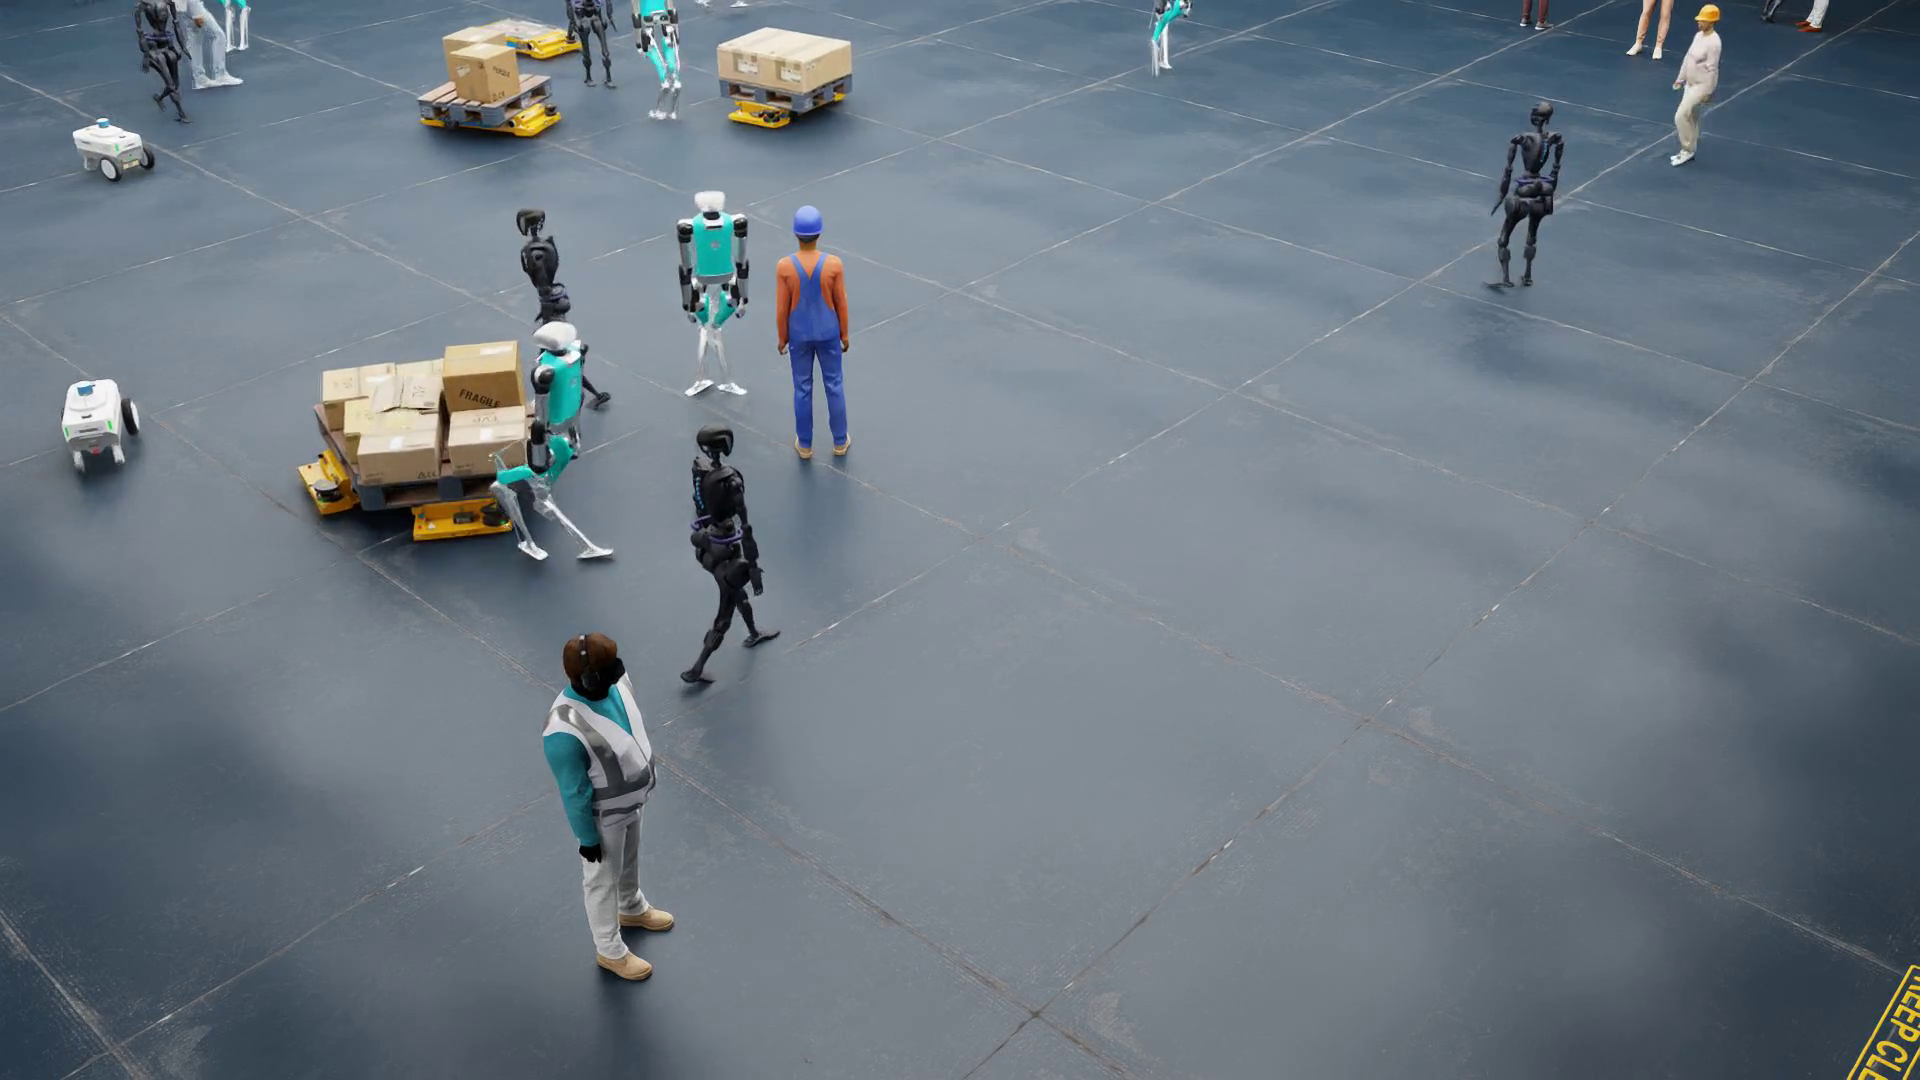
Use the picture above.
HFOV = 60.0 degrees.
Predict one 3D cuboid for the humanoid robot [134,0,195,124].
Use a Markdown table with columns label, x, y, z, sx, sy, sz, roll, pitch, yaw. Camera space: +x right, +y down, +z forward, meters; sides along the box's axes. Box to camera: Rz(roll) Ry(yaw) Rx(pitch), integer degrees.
| label | x | y | z | sx | sy | sz | roll | pitch | yaw |
| --- | --- | --- | --- | --- | --- | --- | --- | --- | --- |
| humanoid robot | -9.096 | -5.585 | 18.834 | 0.664 | 1.628 | 0.609 | 16 | 35 | 24 |

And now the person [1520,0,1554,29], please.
| label | x | y | z | sx | sy | sz | roll | pitch | yaw |
| --- | --- | --- | --- | --- | --- | --- | --- | --- | --- |
| person | 7.809 | -7.756 | 22.179 | 0.370 | 1.813 | 0.538 | -23 | 38 | -32 |

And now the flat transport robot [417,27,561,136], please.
| label | x | y | z | sx | sy | sz | roll | pitch | yaw |
| --- | --- | --- | --- | --- | --- | --- | --- | --- | --- |
| flat transport robot | -5.353 | -4.852 | 18.968 | 1.431 | 0.231 | 0.659 | 10 | 33 | 15 |

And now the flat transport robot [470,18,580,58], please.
| label | x | y | z | sx | sy | sz | roll | pitch | yaw |
| --- | --- | --- | --- | --- | --- | --- | --- | --- | --- |
| flat transport robot | -5.704 | -6.543 | 21.690 | 1.431 | 0.231 | 0.659 | 20 | 37 | 29 |

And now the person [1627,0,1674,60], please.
| label | x | y | z | sx | sy | sz | roll | pitch | yaw |
| --- | --- | --- | --- | --- | --- | --- | --- | --- | --- |
| person | 8.865 | -7.029 | 20.951 | 0.516 | 1.876 | 0.356 | 20 | 37 | 29 |

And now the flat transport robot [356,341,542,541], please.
| label | x | y | z | sx | sy | sz | roll | pitch | yaw |
| --- | --- | --- | --- | --- | --- | --- | --- | --- | --- |
| flat transport robot | -3.577 | -0.446 | 11.872 | 0.659 | 0.231 | 1.431 | -6 | 32 | -10 |

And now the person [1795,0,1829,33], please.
| label | x | y | z | sx | sy | sz | roll | pitch | yaw |
| --- | --- | --- | --- | --- | --- | --- | --- | --- | --- |
| person | 11.485 | -7.679 | 22.040 | 0.367 | 1.834 | 0.501 | 10 | 33 | 16 |

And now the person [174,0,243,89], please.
| label | x | y | z | sx | sy | sz | roll | pitch | yaw |
| --- | --- | --- | --- | --- | --- | --- | --- | --- | --- |
| person | -9.039 | -6.364 | 19.853 | 0.671 | 1.899 | 0.614 | -20 | 37 | -29 |

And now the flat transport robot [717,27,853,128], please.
| label | x | y | z | sx | sy | sz | roll | pitch | yaw |
| --- | --- | --- | --- | --- | --- | --- | --- | --- | --- |
| flat transport robot | -2.000 | -5.110 | 19.383 | 0.659 | 0.231 | 1.431 | 18 | 36 | 26 |

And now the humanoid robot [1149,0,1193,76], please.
| label | x | y | z | sx | sy | sz | roll | pitch | yaw |
| --- | --- | --- | --- | --- | --- | --- | --- | --- | --- |
| humanoid robot | 2.513 | -6.536 | 20.381 | 0.543 | 1.882 | 0.740 | -14 | 35 | -22 |

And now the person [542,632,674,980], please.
| label | x | y | z | sx | sy | sz | roll | pitch | yaw |
| --- | --- | --- | --- | --- | --- | --- | --- | --- | --- |
| person | -1.613 | 1.213 | 7.709 | 0.429 | 1.846 | 0.629 | 7 | 32 | 10 |

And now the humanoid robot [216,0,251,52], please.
| label | x | y | z | sx | sy | sz | roll | pitch | yaw |
| --- | --- | --- | --- | --- | --- | --- | --- | --- | --- |
| humanoid robot | -9.388 | -7.113 | 21.197 | 0.533 | 1.752 | 0.753 | 4 | 32 | 7 |

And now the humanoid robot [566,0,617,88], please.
| label | x | y | z | sx | sy | sz | roll | pitch | yaw |
| --- | --- | --- | --- | --- | --- | --- | --- | --- | --- |
| humanoid robot | -4.423 | -6.245 | 19.883 | 0.589 | 1.637 | 0.453 | -15 | 35 | -23 |

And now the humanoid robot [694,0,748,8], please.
| label | x | y | z | sx | sy | sz | roll | pitch | yaw |
| --- | --- | --- | --- | --- | --- | --- | --- | --- | --- |
| humanoid robot | -3.226 | -8.101 | 22.830 | 1.027 | 1.742 | 0.548 | 6 | 32 | 10 |

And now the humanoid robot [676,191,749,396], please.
| label | x | y | z | sx | sy | sz | roll | pitch | yaw |
| --- | --- | --- | --- | --- | --- | --- | --- | --- | --- |
| humanoid robot | -1.923 | -1.929 | 12.846 | 0.533 | 1.743 | 0.781 | -10 | 33 | -15 |

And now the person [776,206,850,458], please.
| label | x | y | z | sx | sy | sz | roll | pitch | yaw |
| --- | --- | --- | --- | --- | --- | --- | --- | --- | --- |
| person | -1.059 | -1.480 | 11.984 | 0.522 | 1.910 | 0.368 | -3 | 32 | -4 |

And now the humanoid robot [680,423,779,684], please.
| label | x | y | z | sx | sy | sz | roll | pitch | yaw |
| --- | --- | --- | --- | --- | --- | --- | --- | --- | --- |
| humanoid robot | -1.407 | 0.054 | 9.781 | 0.786 | 1.631 | 0.593 | -25 | 40 | -34 |

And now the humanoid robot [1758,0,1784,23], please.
| label | x | y | z | sx | sy | sz | roll | pitch | yaw |
| --- | --- | --- | --- | --- | --- | --- | --- | --- | --- |
| humanoid robot | 11.142 | -7.847 | 22.476 | 0.412 | 1.653 | 0.599 | -14 | 35 | -22 |

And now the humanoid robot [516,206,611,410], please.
| label | x | y | z | sx | sy | sz | roll | pitch | yaw |
| --- | --- | --- | --- | --- | --- | --- | --- | --- | --- |
| humanoid robot | -3.077 | -1.727 | 12.647 | 0.651 | 1.645 | 0.613 | -4 | 32 | -7 |

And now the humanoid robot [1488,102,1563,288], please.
| label | x | y | z | sx | sy | sz | roll | pitch | yaw |
| --- | --- | --- | --- | --- | --- | --- | --- | --- | --- |
| humanoid robot | 5.038 | -3.038 | 14.709 | 0.588 | 1.638 | 0.398 | -9 | 33 | -14 |

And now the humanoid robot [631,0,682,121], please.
| label | x | y | z | sx | sy | sz | roll | pitch | yaw |
| --- | --- | --- | --- | --- | --- | --- | --- | --- | --- |
| humanoid robot | -3.347 | -5.582 | 18.737 | 0.530 | 1.770 | 0.672 | -17 | 36 | -25 |

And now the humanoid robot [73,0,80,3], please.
| label | x | y | z | sx | sy | sz | roll | pitch | yaw |
| --- | --- | --- | --- | --- | --- | --- | --- | --- | --- |
| humanoid robot | -12.487 | -8.398 | 23.375 | 0.550 | 1.883 | 0.665 | -23 | 38 | -32 |

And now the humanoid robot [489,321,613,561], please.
| label | x | y | z | sx | sy | sz | roll | pitch | yaw |
| --- | --- | --- | --- | --- | --- | --- | --- | --- | --- |
| humanoid robot | -2.770 | -0.617 | 10.756 | 0.841 | 1.753 | 0.538 | 10 | 33 | 16 |

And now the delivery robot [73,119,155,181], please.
| label | x | y | z | sx | sy | sz | roll | pitch | yaw |
| --- | --- | --- | --- | --- | --- | --- | --- | --- | --- |
| delivery robot | -8.941 | -4.125 | 17.538 | 0.779 | 0.608 | 0.507 | 15 | 35 | 23 |

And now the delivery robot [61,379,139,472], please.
| label | x | y | z | sx | sy | sz | roll | pitch | yaw |
| --- | --- | --- | --- | --- | --- | --- | --- | --- | --- |
| delivery robot | -6.418 | -0.893 | 12.336 | 0.499 | 0.611 | 0.811 | -11 | 34 | -18 |

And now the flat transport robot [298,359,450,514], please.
| label | x | y | z | sx | sy | sz | roll | pitch | yaw |
| --- | --- | --- | --- | --- | --- | --- | --- | --- | --- |
| flat transport robot | -4.007 | -0.585 | 12.096 | 1.431 | 0.231 | 0.659 | -18 | 36 | -27 |

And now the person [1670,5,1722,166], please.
| label | x | y | z | sx | sy | sz | roll | pitch | yaw |
| --- | --- | --- | --- | --- | --- | --- | --- | --- | --- |
| person | 7.737 | -4.783 | 17.522 | 0.492 | 1.681 | 0.467 | -1 | 32 | -1 |
